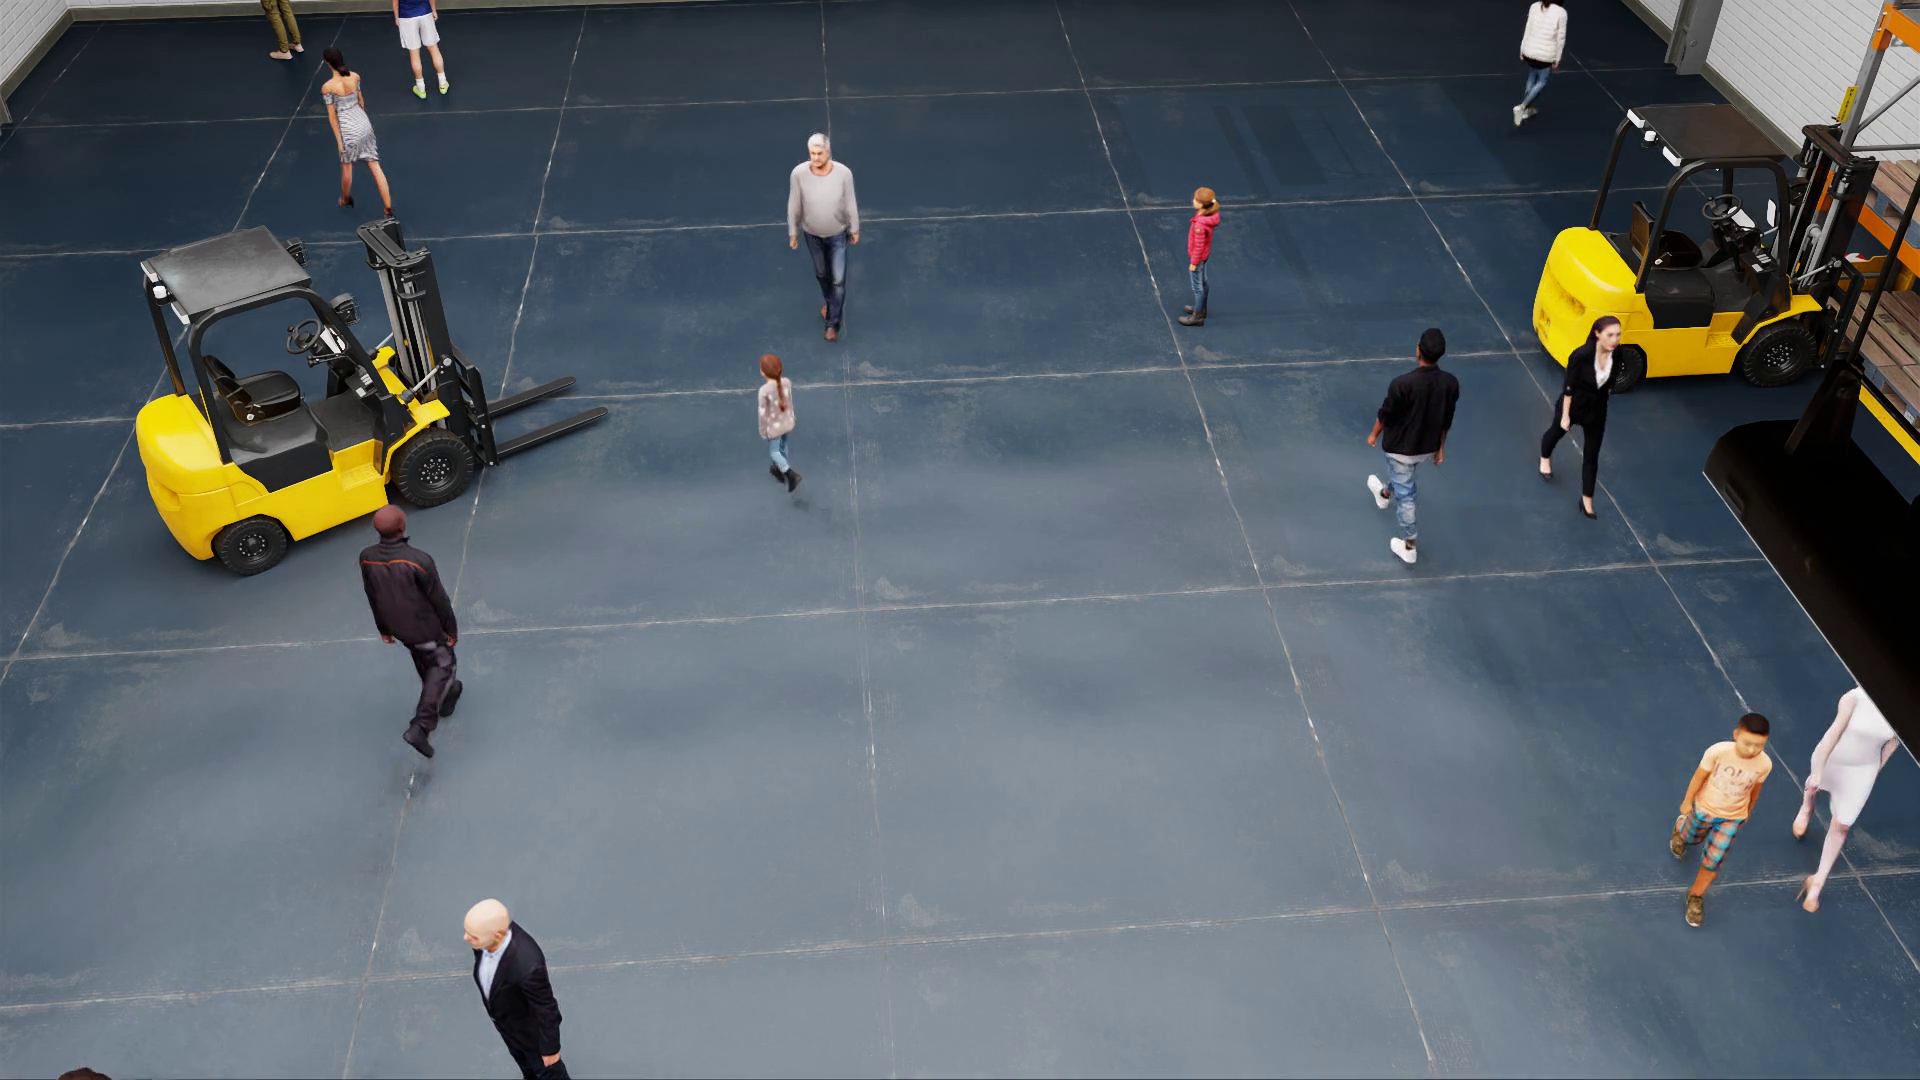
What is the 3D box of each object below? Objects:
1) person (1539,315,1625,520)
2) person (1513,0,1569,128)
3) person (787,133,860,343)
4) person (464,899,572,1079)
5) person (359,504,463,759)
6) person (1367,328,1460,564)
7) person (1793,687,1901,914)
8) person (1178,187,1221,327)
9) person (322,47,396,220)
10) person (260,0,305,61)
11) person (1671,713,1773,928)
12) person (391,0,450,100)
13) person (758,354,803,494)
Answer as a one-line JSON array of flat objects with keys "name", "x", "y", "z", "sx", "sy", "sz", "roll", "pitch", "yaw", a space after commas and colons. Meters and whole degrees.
[{"name": "person", "x": 4.724, "y": -1.035, "z": 12.769, "sx": 0.619, "sy": 1.604, "sz": 1.083, "roll": -4, "pitch": 39, "yaw": -6}, {"name": "person", "x": 6.281, "y": -5.282, "z": 18.073, "sx": 0.974, "sy": 1.622, "sz": 1.011, "roll": 31, "pitch": 48, "yaw": 32}, {"name": "person", "x": -1.178, "y": -2.753, "z": 14.717, "sx": 0.942, "sy": 1.858, "sz": 1.264, "roll": 5, "pitch": 39, "yaw": 6}, {"name": "person", "x": -2.189, "y": 2.388, "z": 8.328, "sx": 0.753, "sy": 1.797, "sz": 0.823, "roll": 29, "pitch": 47, "yaw": 32}, {"name": "person", "x": -3.490, "y": 0.599, "z": 10.571, "sx": 0.908, "sy": 1.794, "sz": 1.162, "roll": 7, "pitch": 39, "yaw": 9}, {"name": "person", "x": 3.331, "y": -0.644, "z": 12.159, "sx": 0.861, "sy": 1.755, "sz": 1.242, "roll": -10, "pitch": 40, "yaw": -13}, {"name": "person", "x": 5.195, "y": 1.262, "z": 9.782, "sx": 0.921, "sy": 1.743, "sz": 1.199, "roll": 14, "pitch": 41, "yaw": 17}, {"name": "person", "x": 2.155, "y": -2.544, "z": 14.889, "sx": 0.648, "sy": 1.317, "sz": 0.543, "roll": 14, "pitch": 41, "yaw": 16}, {"name": "person", "x": -5.809, "y": -3.883, "z": 16.187, "sx": 1.081, "sy": 1.789, "sz": 1.014, "roll": 29, "pitch": 47, "yaw": 31}, {"name": "person", "x": -8.113, "y": -6.586, "z": 19.554, "sx": 0.821, "sy": 1.812, "sz": 0.674, "roll": 13, "pitch": 41, "yaw": 16}, {"name": "person", "x": 4.415, "y": 1.518, "z": 9.704, "sx": 0.778, "sy": 1.440, "sz": 1.021, "roll": 12, "pitch": 40, "yaw": 14}, {"name": "person", "x": -6.118, "y": -5.899, "z": 18.673, "sx": 0.713, "sy": 1.837, "sz": 0.696, "roll": -19, "pitch": 43, "yaw": -23}, {"name": "person", "x": -1.391, "y": -0.889, "z": 12.923, "sx": 0.704, "sy": 1.184, "sz": 0.804, "roll": -27, "pitch": 46, "yaw": -30}]
